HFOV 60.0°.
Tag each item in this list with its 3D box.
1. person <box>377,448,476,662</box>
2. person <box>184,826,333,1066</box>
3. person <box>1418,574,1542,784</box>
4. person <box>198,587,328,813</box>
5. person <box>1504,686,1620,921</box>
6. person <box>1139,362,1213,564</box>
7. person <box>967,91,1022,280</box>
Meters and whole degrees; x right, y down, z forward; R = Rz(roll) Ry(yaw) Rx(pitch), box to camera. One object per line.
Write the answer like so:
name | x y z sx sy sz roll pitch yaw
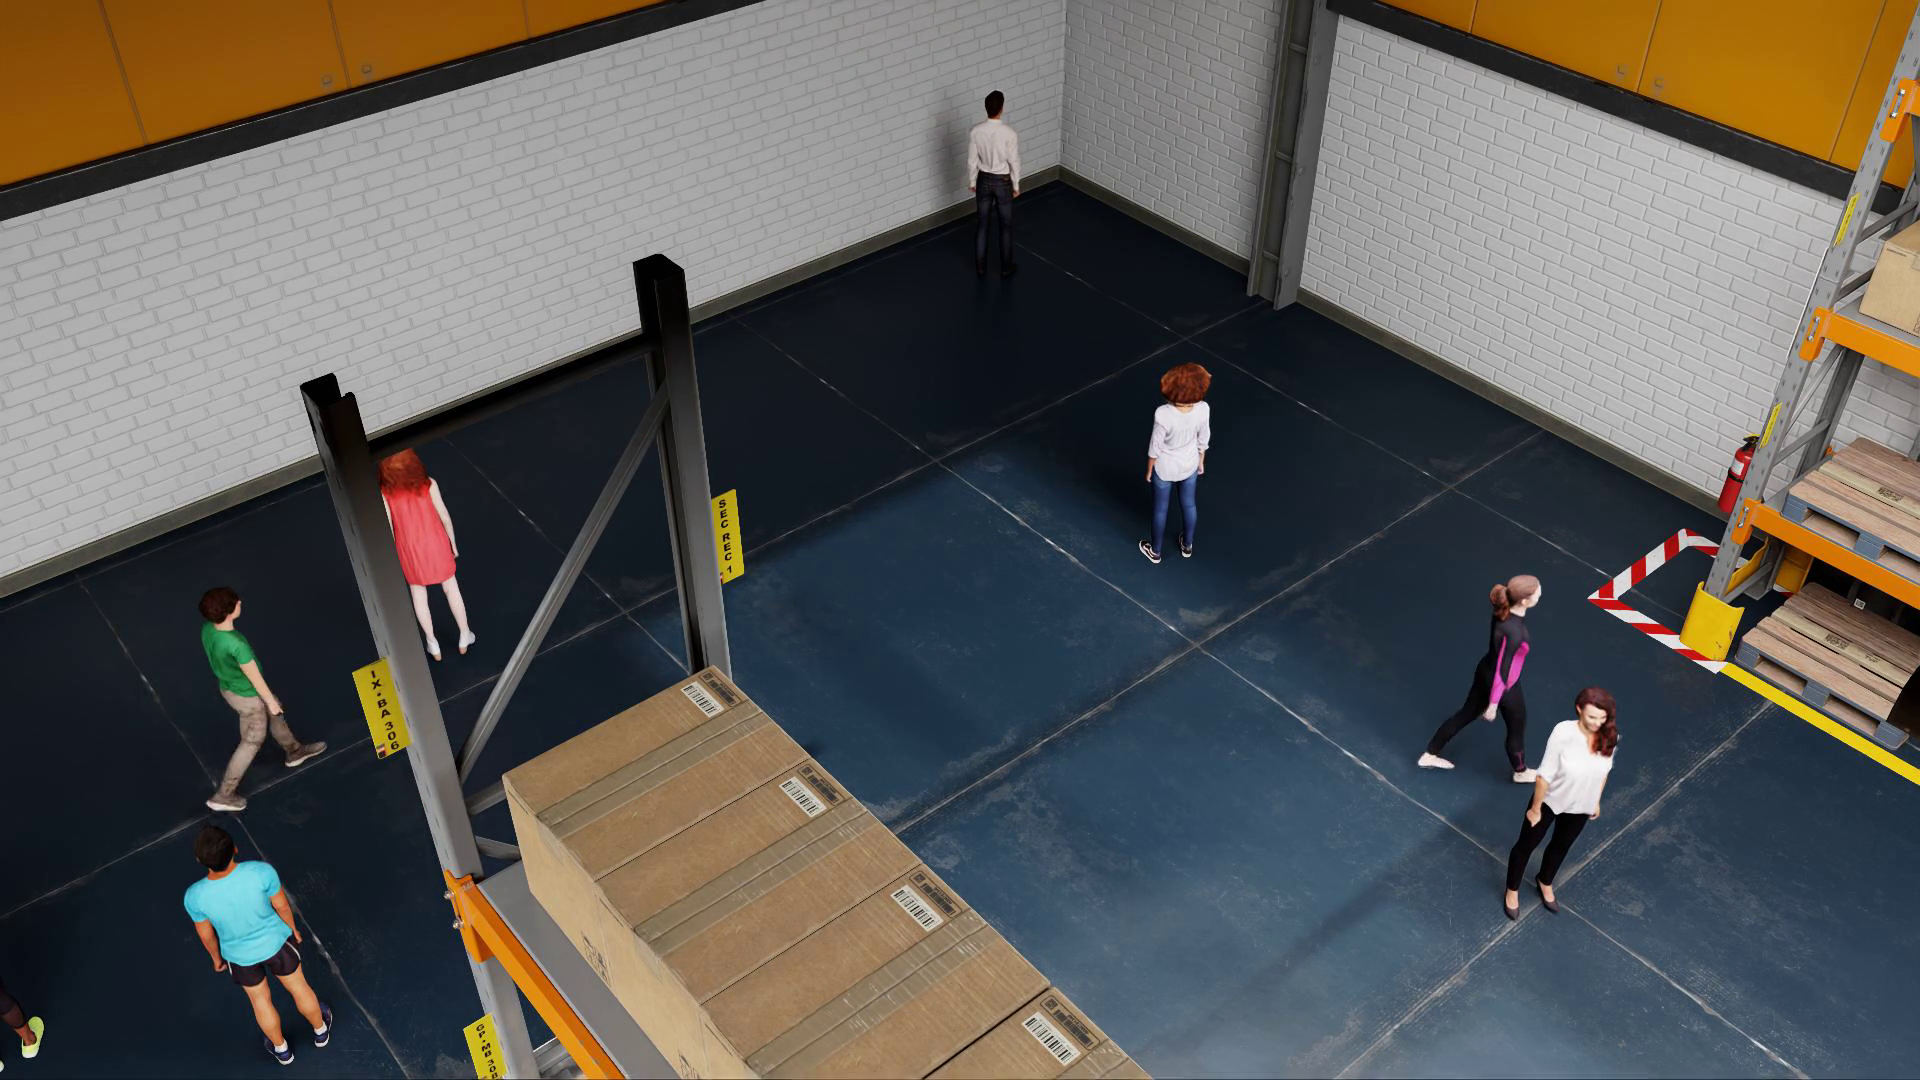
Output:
person | -3.716 0.076 11.526 0.666 1.825 0.654 -10 40 -13
person | -3.772 2.181 8.929 0.654 1.776 0.592 -19 42 -22
person | 3.332 0.909 10.581 1.058 1.702 1.062 -1 39 -1
person | -4.591 1.022 10.502 1.058 1.624 0.747 30 48 32
person | 3.515 1.531 9.728 0.686 1.795 0.686 -6 39 -8
person | 1.620 -0.577 12.434 0.743 1.712 0.757 -9 39 -11
person | 0.328 -3.366 15.799 0.688 1.871 0.799 10 40 12
